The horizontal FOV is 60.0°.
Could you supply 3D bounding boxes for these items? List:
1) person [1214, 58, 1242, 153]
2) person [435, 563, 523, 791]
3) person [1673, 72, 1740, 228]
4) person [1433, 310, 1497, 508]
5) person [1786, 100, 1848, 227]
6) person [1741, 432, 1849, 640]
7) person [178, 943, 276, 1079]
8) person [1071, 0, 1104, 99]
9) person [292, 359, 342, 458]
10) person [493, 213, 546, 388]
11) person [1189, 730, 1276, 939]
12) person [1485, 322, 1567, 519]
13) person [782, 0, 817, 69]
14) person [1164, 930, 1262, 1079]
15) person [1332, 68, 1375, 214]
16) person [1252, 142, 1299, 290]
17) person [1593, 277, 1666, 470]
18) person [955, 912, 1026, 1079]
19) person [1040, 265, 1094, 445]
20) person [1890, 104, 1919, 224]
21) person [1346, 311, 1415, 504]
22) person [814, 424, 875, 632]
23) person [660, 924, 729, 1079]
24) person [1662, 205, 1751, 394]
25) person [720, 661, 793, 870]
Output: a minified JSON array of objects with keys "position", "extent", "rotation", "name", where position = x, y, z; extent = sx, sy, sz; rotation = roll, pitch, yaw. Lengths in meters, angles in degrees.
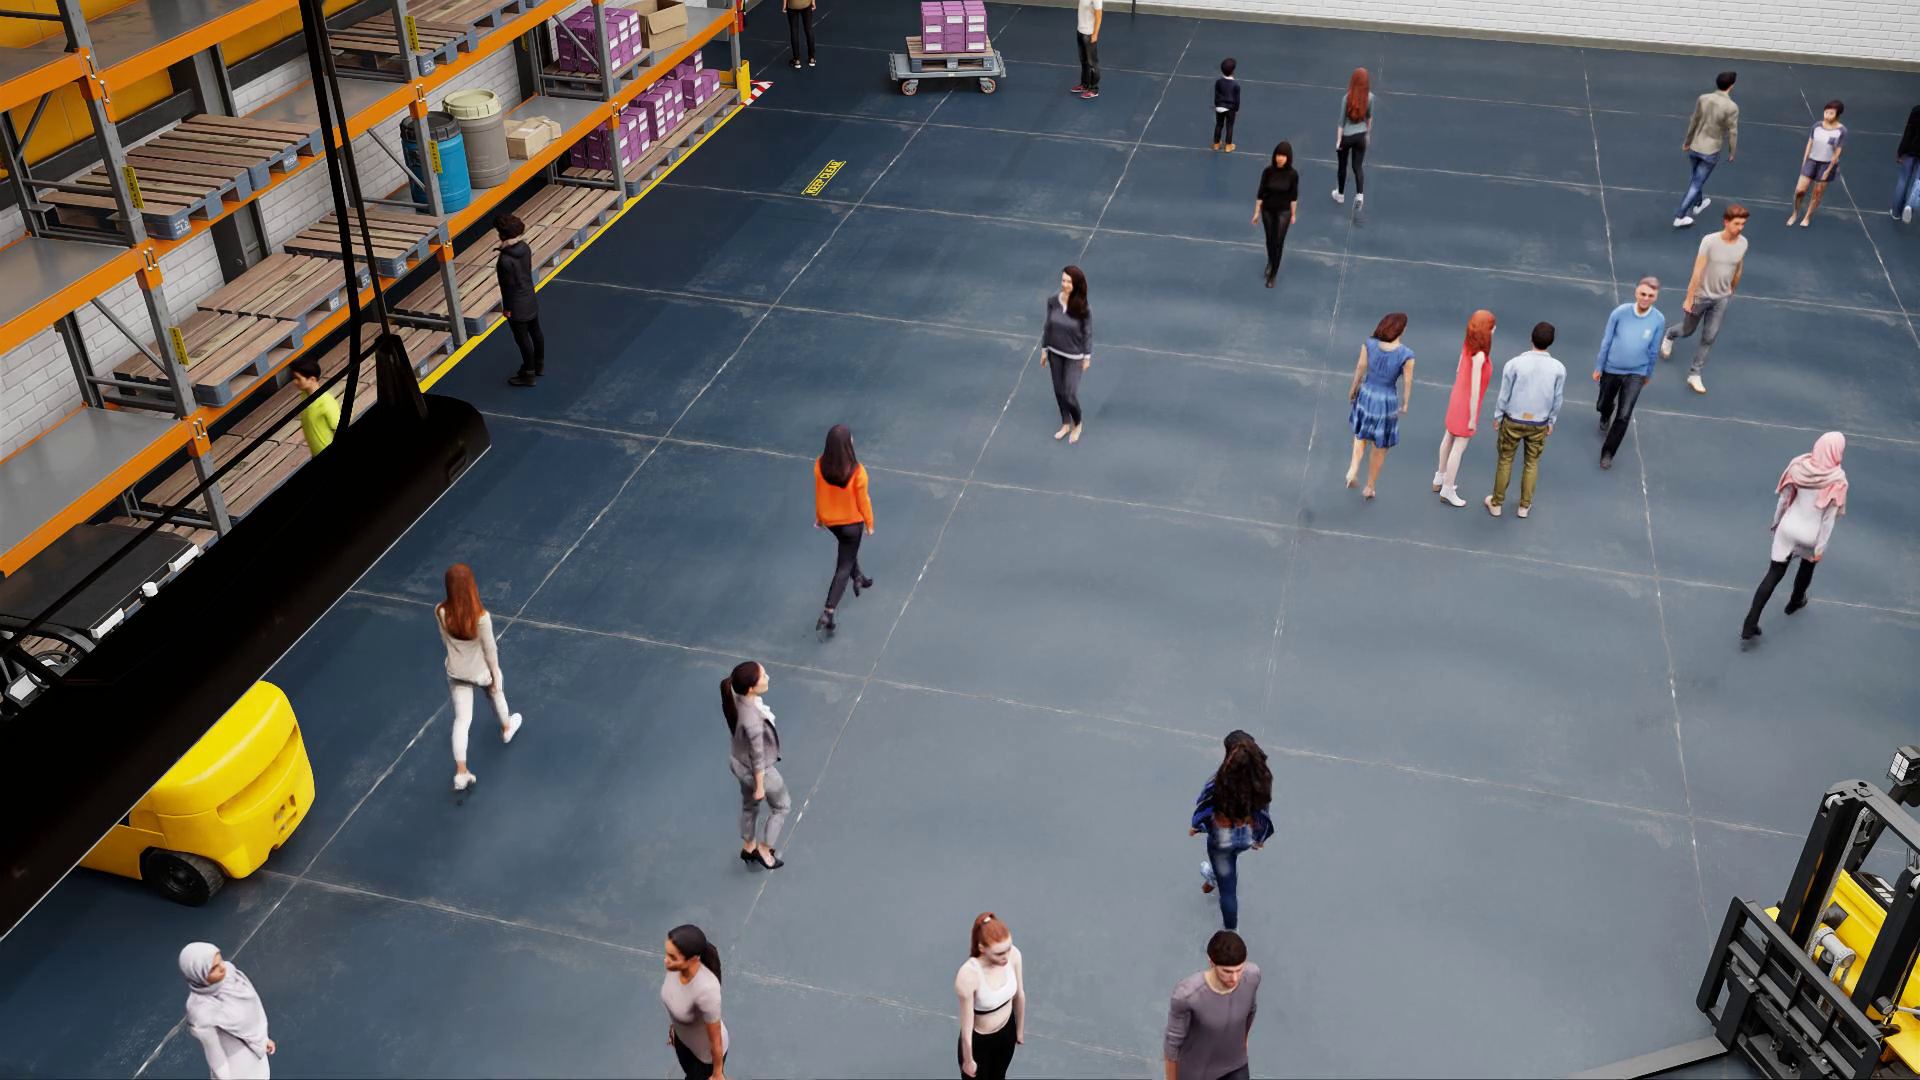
[{"position":[3.508,-5.729,21.880],"extent":[0.556,1.225,0.564],"rotation":[19,38,26],"name":"person"},{"position":[-3.392,0.949,11.420],"extent":[0.716,1.682,1.166],"rotation":[3,34,4],"name":"person"},{"position":[8.718,-4.567,19.582],"extent":[1.164,1.834,1.087],"rotation":[-20,39,-27],"name":"person"},{"position":[4.387,-1.163,14.468],"extent":[0.693,1.827,0.526],"rotation":[1,34,2],"name":"person"},{"position":[10.216,-4.471,19.694],"extent":[0.667,1.550,0.723],"rotation":[25,41,32],"name":"person"},{"position":[6.401,0.005,12.772],"extent":[1.264,1.759,1.077],"rotation":[-25,41,-33],"name":"person"},{"position":[-3.746,2.740,8.643],"extent":[0.722,1.775,0.557],"rotation":[0,34,-1],"name":"person"},{"position":[1.841,-7.217,23.596],"extent":[0.768,1.805,0.692],"rotation":[-15,37,-22],"name":"person"},{"position":[-5.298,-0.769,13.982],"extent":[0.699,1.708,0.697],"rotation":[27,42,34],"name":"person"},{"position":[-4.311,-2.364,16.316],"extent":[0.671,1.781,0.526],"rotation":[9,35,14],"name":"person"},{"position":[1.677,1.874,10.115],"extent":[0.926,1.587,1.079],"rotation":[-9,35,-14],"name":"person"},{"position":[4.849,-1.024,14.274],"extent":[0.698,1.810,0.590],"rotation":[5,34,7],"name":"person"},{"position":[-2.396,-7.982,24.705],"extent":[0.750,1.851,0.758],"rotation":[-10,35,-15],"name":"person"},{"position":[1.266,2.663,8.732],"extent":[1.115,1.803,1.279],"rotation":[-10,35,-15],"name":"person"},{"position":[4.749,-4.772,19.993],"extent":[0.879,1.720,1.161],"rotation":[-5,34,-7],"name":"person"},{"position":[3.514,-3.643,18.395],"extent":[0.647,1.609,1.030],"rotation":[13,36,19],"name":"person"},{"position":[6.051,-1.593,15.139],"extent":[0.764,1.800,1.104],"rotation":[13,36,18],"name":"person"},{"position":[0.133,2.633,8.833],"extent":[0.634,1.742,0.715],"rotation":[-23,40,-30],"name":"person"},{"position":[1.024,-1.750,15.416],"extent":[0.690,1.754,0.711],"rotation":[19,38,26],"name":"person"},{"position":[11.363,-4.566,19.670],"extent":[0.670,1.735,0.948],"rotation":[13,36,18],"name":"person"},{"position":[3.582,-1.105,14.418],"extent":[0.752,1.784,0.779],"rotation":[22,39,29],"name":"person"},{"position":[-0.950,-0.069,12.930],"extent":[0.862,1.706,1.193],"rotation":[20,38,27],"name":"person"},{"position":[-1.298,2.651,8.807],"extent":[0.805,1.741,0.750],"rotation":[-21,39,-28],"name":"person"},{"position":[7.322,-2.432,16.338],"extent":[0.860,1.871,1.168],"rotation":[0,34,1],"name":"person"},{"position":[-1.394,1.481,10.634],"extent":[0.783,1.667,0.723],"rotation":[-18,38,-25],"name":"person"}]
